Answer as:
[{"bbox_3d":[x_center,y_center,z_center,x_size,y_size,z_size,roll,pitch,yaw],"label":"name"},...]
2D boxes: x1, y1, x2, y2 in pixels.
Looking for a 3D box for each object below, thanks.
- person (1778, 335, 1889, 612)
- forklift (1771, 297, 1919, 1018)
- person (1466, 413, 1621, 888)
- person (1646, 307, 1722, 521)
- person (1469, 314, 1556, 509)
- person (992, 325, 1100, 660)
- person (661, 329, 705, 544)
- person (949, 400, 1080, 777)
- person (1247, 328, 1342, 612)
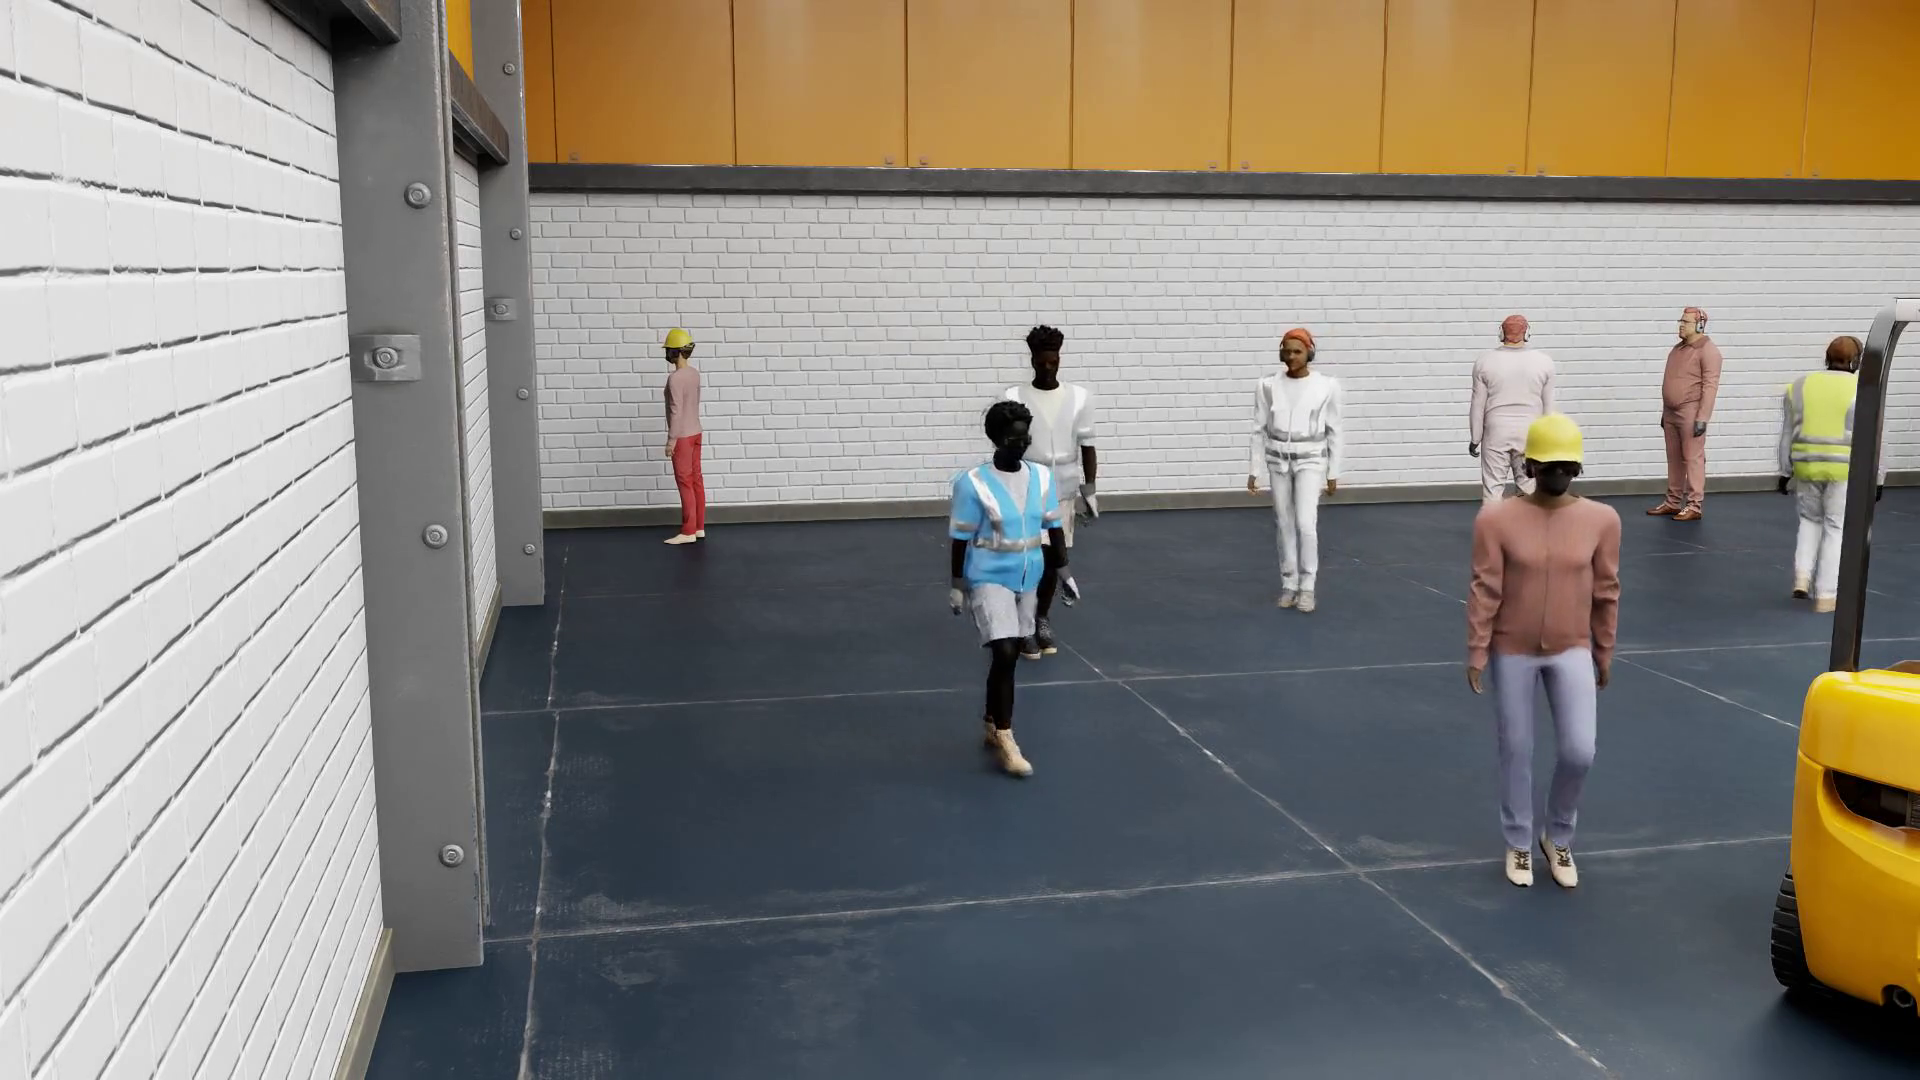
[{"bbox_3d":[5.763,-0.435,10.982,0.467,1.823,0.649,-9,13,-43],"label":"person"},{"bbox_3d":[3.542,0.334,5.177,2.313,2.155,1.214,-9,13,-43],"label":"forklift"},{"bbox_3d":[2.103,0.413,6.028,0.540,1.747,0.434,2,9,11],"label":"person"},{"bbox_3d":[6.521,-1.133,14.975,0.409,1.913,0.642,-2,9,-11],"label":"person"},{"bbox_3d":[4.316,-0.809,13.036,0.638,1.903,0.408,2,10,12],"label":"person"},{"bbox_3d":[0.508,-0.269,9.638,0.607,1.939,0.601,-3,10,-16],"label":"person"},{"bbox_3d":[-2.285,-0.844,13.658,0.314,1.769,0.524,2,10,12],"label":"person"},{"bbox_3d":[0.258,0.210,7.497,0.550,1.666,0.690,-7,11,-35],"label":"person"},{"bbox_3d":[2.185,-0.454,10.959,0.577,1.867,0.563,5,11,28],"label":"person"}]
